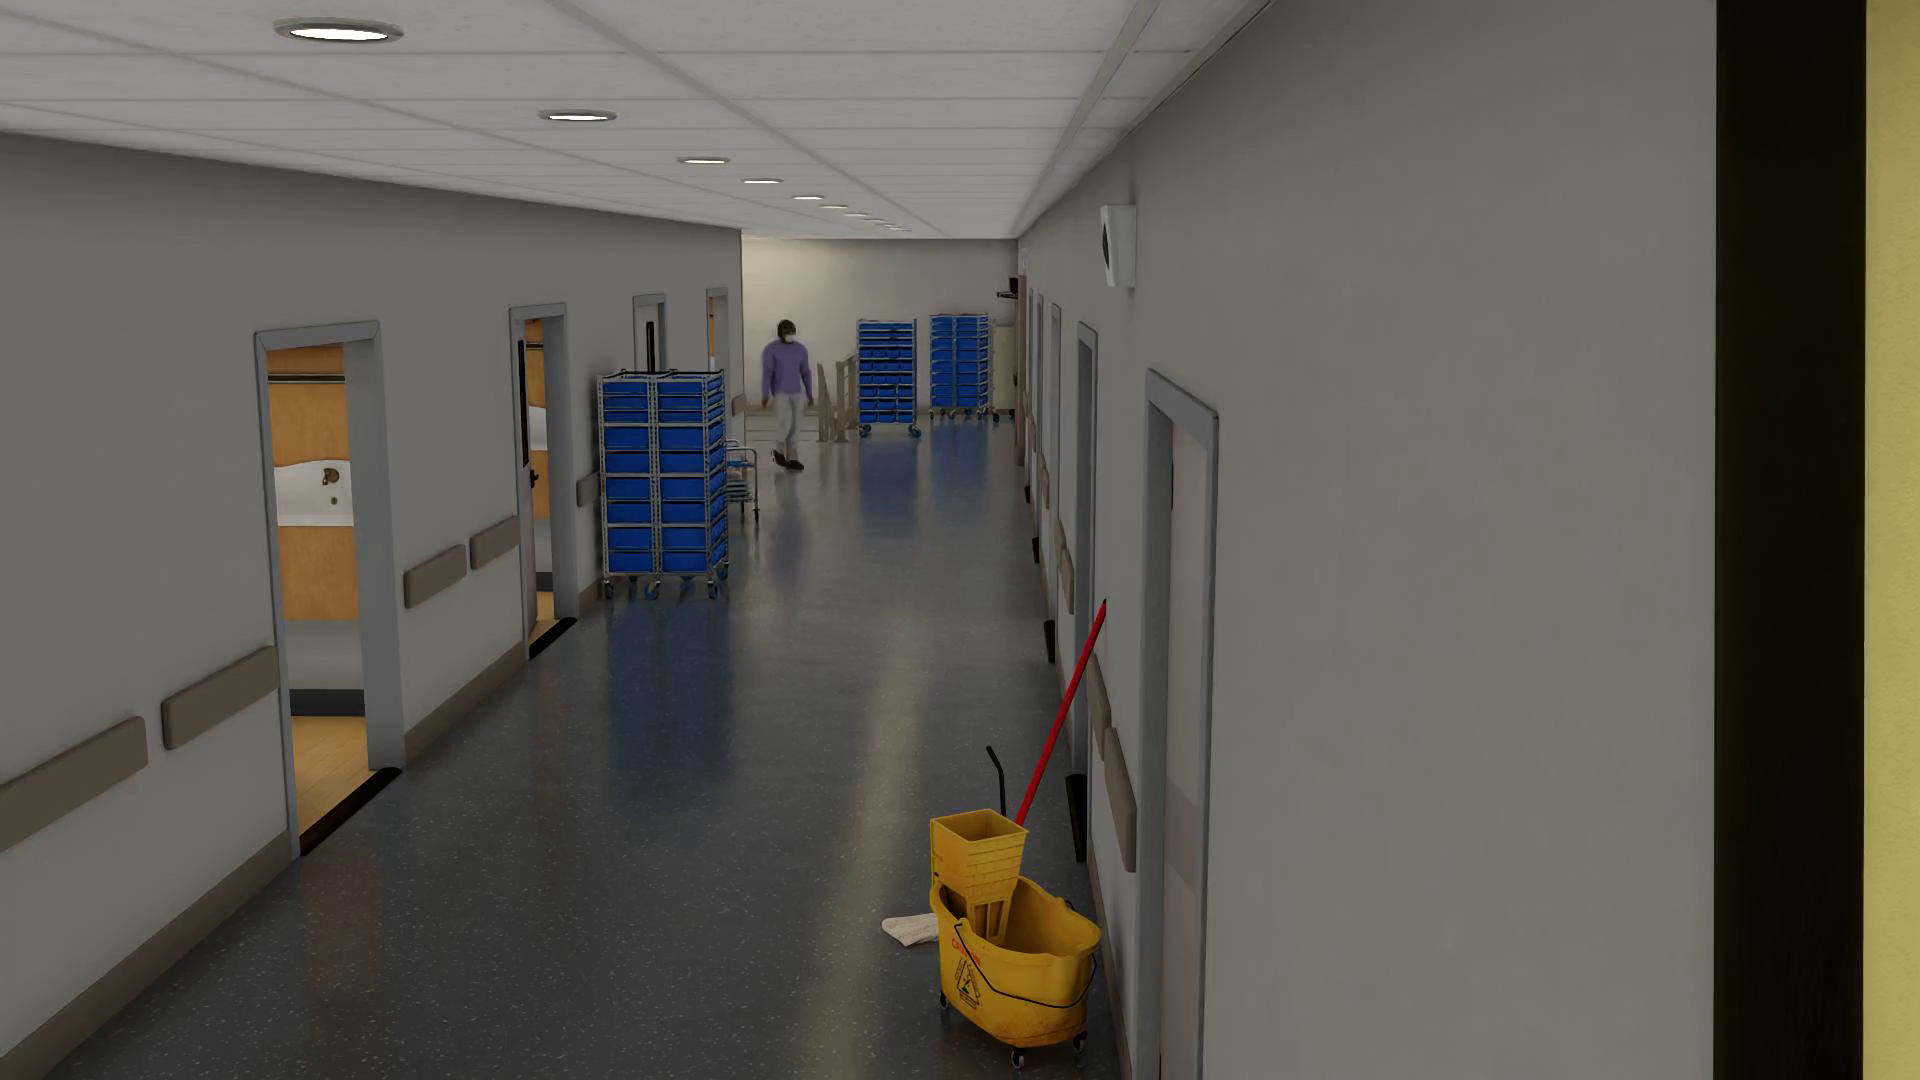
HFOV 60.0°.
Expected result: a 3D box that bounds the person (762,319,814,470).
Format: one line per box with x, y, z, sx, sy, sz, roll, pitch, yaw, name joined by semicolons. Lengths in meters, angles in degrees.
-2.149;-1.826;20.963;0.728;1.916;0.438;-8;12;-38;person
